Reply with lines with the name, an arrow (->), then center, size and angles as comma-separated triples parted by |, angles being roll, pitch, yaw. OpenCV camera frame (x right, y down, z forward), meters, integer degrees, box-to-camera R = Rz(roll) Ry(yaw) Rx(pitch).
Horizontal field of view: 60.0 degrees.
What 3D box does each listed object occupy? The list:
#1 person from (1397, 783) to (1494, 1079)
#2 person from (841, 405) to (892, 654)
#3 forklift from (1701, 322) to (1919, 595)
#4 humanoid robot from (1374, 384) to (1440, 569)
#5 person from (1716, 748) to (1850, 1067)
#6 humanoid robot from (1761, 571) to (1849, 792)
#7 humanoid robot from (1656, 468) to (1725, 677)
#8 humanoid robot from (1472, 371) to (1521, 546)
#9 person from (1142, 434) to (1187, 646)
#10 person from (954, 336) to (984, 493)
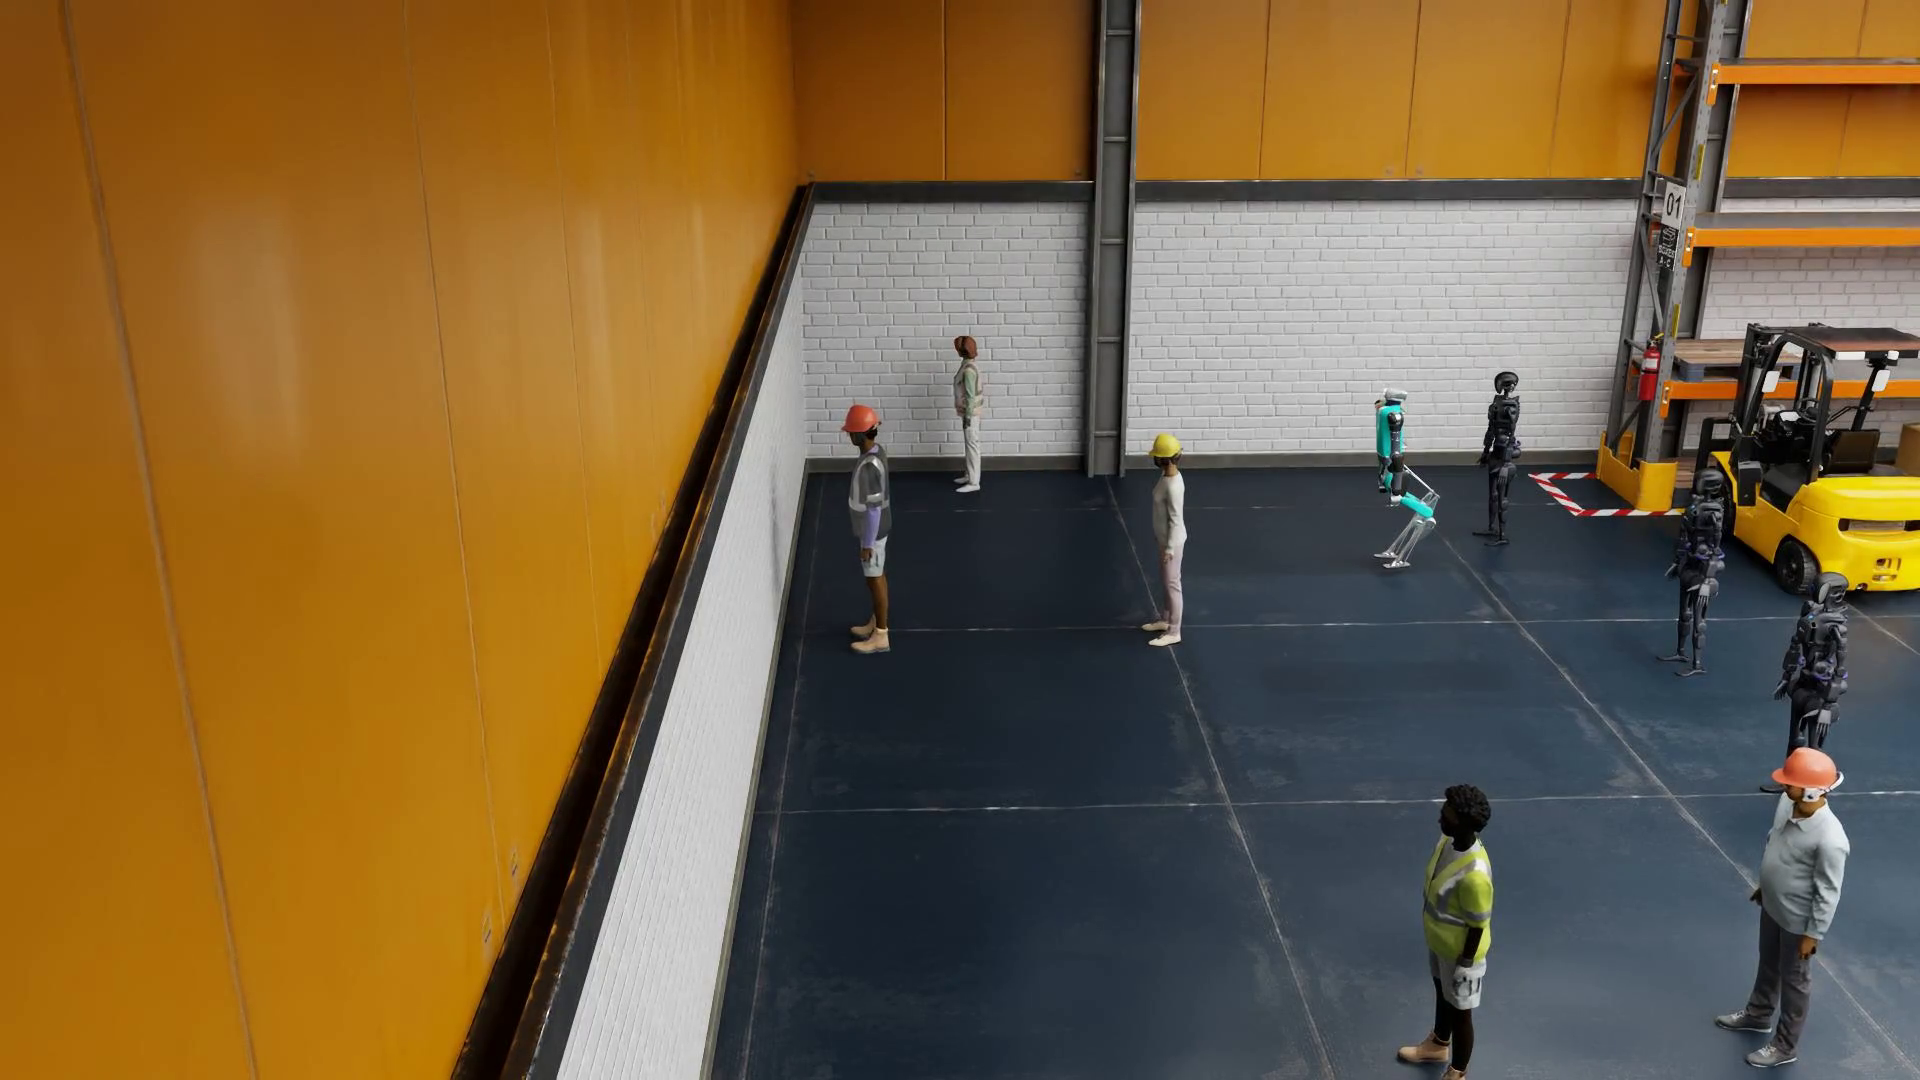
person -> 2.418, 1.965, 8.162 | 0.322, 1.696, 0.534 | 0, 20, 0
person -> -0.738, -0.086, 13.233 | 0.391, 2.039, 0.607 | 0, 20, 0
forklift -> 7.809, -0.792, 14.926 | 1.214, 2.155, 2.313 | -1, 20, -2
humanoid robot -> 4.004, -0.566, 14.772 | 0.735, 1.677, 0.533 | -1, 20, -2
person -> 4.185, 1.844, 8.413 | 0.336, 1.747, 0.563 | 0, 20, 0
humanoid robot -> 5.553, 0.985, 10.829 | 0.315, 1.657, 0.599 | -1, 20, -2
humanoid robot -> 5.693, 0.239, 12.853 | 0.315, 1.654, 0.599 | -1, 20, -2
humanoid robot -> 5.062, -0.772, 15.592 | 0.315, 1.654, 0.599 | -1, 20, -2
person -> 1.658, -0.004, 13.403 | 0.326, 1.764, 0.524 | 0, 20, 0
person -> 0.086, -1.298, 17.089 | 0.313, 1.636, 0.514 | 0, 20, 0
